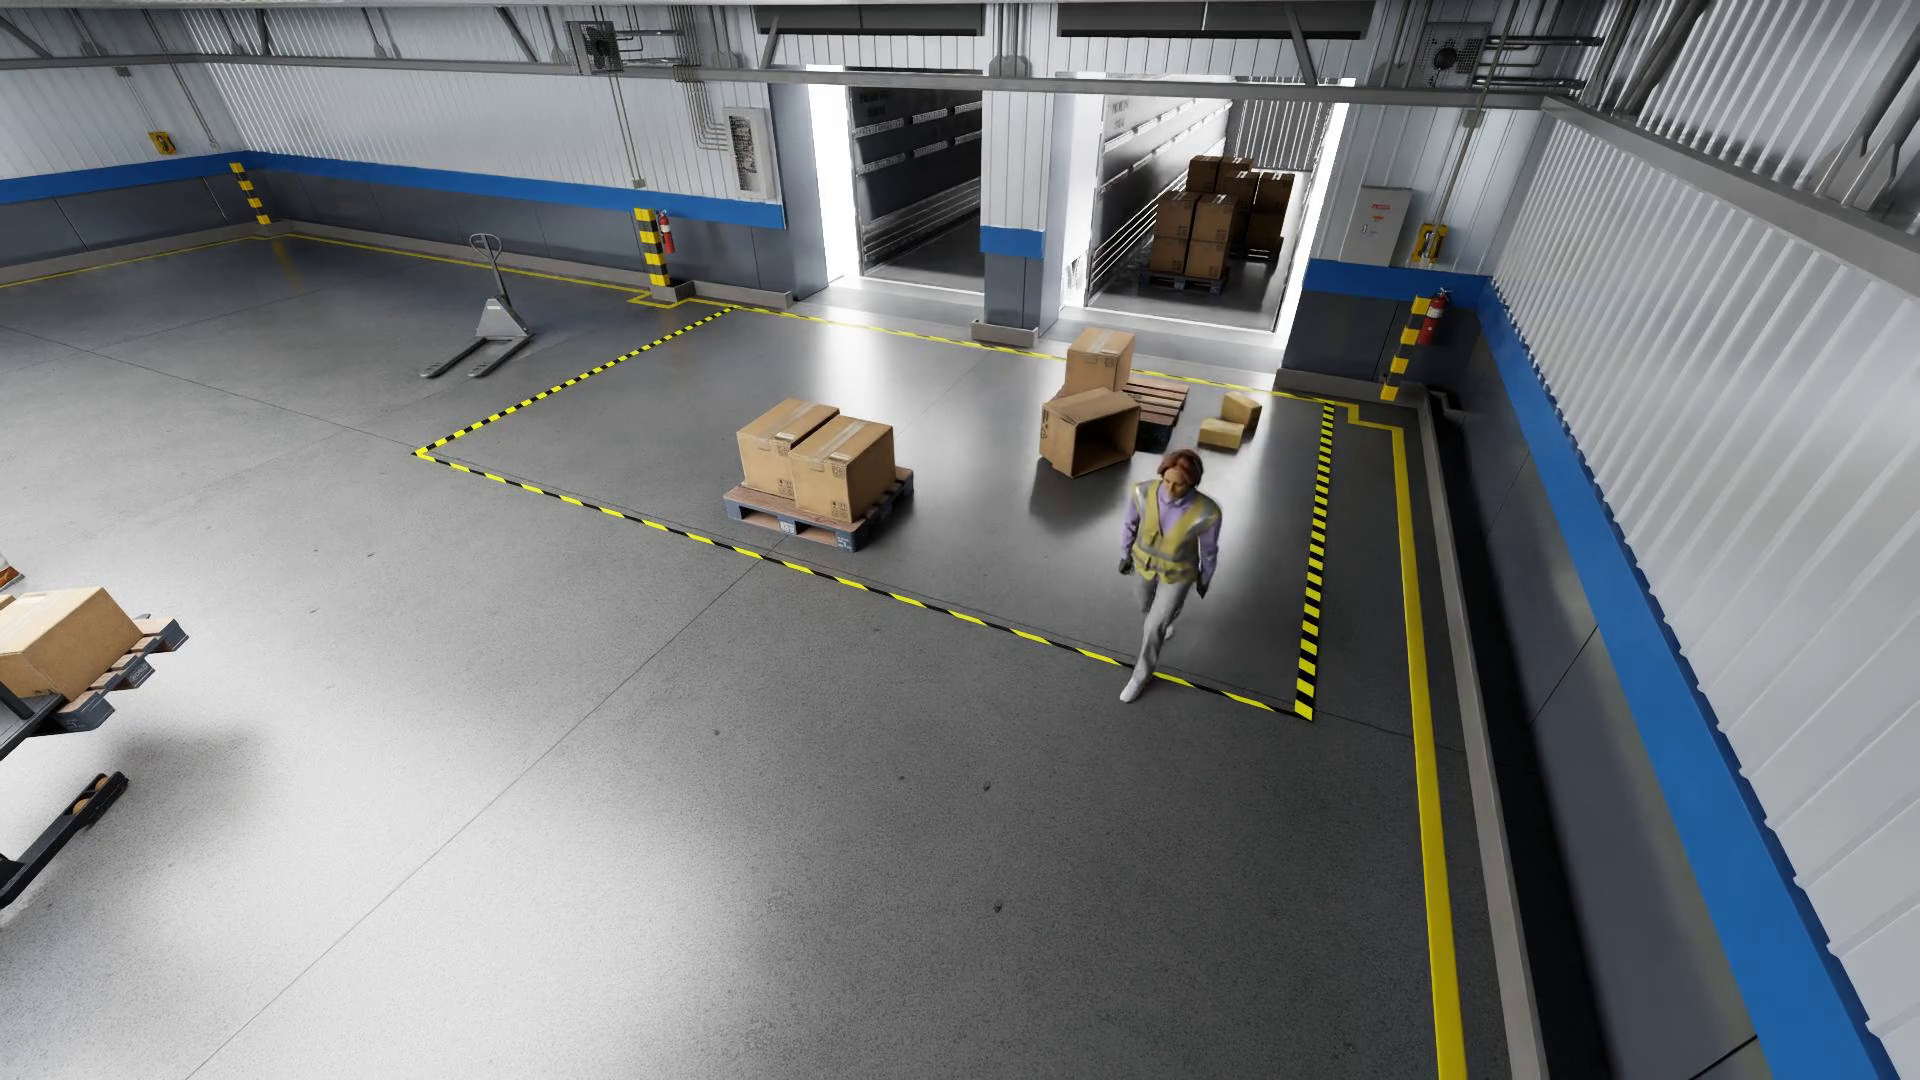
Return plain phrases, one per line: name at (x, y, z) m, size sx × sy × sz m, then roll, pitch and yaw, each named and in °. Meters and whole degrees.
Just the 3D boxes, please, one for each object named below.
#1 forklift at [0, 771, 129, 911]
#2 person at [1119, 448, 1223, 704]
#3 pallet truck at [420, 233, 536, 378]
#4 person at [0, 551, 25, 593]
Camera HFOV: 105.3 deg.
forklift at (-4.601, 0.992, 2.538) m, size 0.716 × 2.013 × 0.776 m, roll -5°, pitch 36°, yaw -7°
person at (1.185, 0.128, 4.131) m, size 0.521 × 1.586 × 0.820 m, roll 24°, pitch 42°, yaw 30°
pallet truck at (-5.664, -2.712, 8.427) m, size 0.680 × 1.201 × 1.601 m, roll 0°, pitch 35°, yaw -1°
person at (-6.918, -0.463, 4.660) m, size 0.604 × 1.948 × 0.384 m, roll 7°, pitch 36°, yaw 9°
